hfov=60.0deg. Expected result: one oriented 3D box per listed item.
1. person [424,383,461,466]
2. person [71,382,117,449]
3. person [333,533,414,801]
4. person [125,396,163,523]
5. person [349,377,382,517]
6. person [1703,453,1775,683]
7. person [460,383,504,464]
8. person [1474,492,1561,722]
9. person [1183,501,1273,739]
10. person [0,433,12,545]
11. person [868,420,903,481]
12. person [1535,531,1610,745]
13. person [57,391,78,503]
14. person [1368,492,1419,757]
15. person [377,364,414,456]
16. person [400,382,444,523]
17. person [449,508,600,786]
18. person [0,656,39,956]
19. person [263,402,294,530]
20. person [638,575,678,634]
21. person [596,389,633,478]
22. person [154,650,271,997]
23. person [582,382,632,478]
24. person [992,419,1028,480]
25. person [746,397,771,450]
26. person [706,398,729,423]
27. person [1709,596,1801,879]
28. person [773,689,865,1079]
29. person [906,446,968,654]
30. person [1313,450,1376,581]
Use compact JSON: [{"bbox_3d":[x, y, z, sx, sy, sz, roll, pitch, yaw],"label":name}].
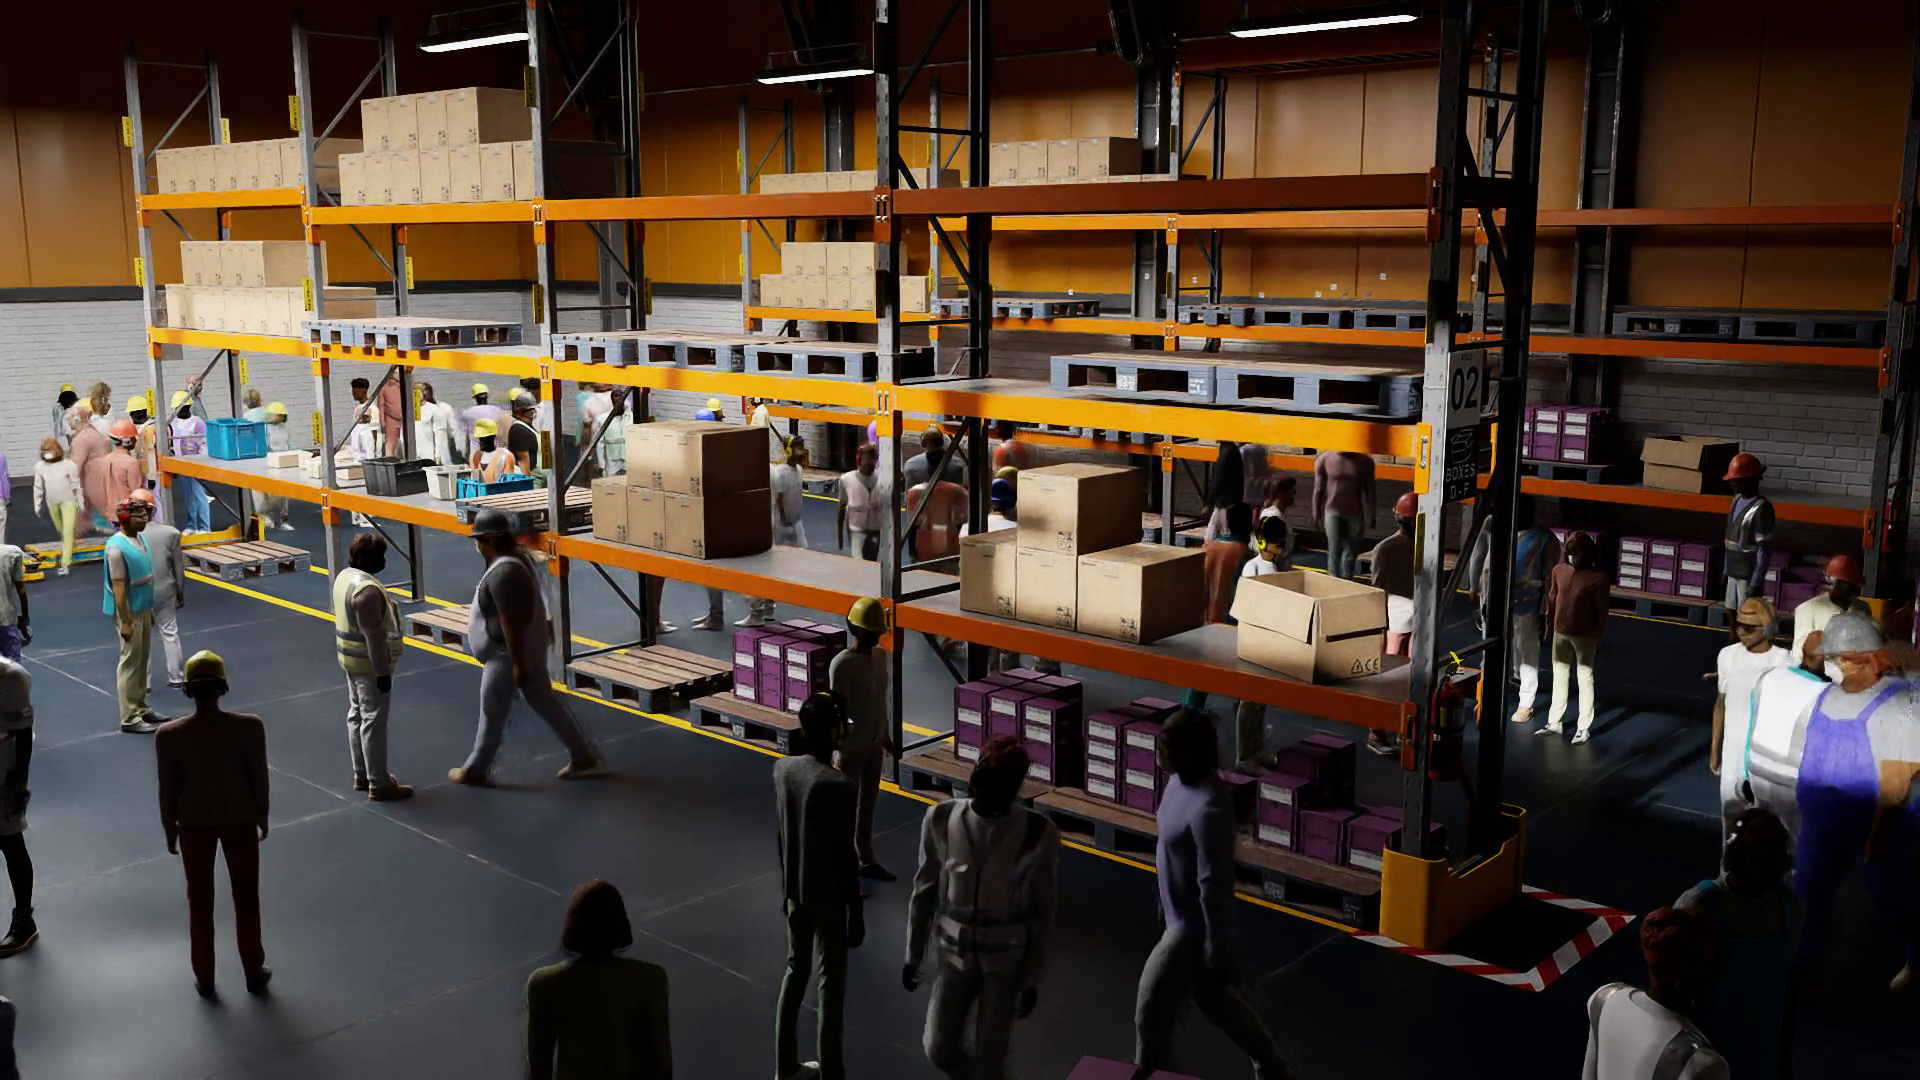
[{"bbox_3d":[-7.348,-1.275,23.413,0.731,1.860,0.931,-1,10,-3],"label":"person"},{"bbox_3d":[-12.009,-1.235,23.108,0.705,1.898,0.364,1,10,7],"label":"person"},{"bbox_3d":[-4.036,0.859,11.417,0.429,1.837,0.621,-7,12,-36],"label":"person"},{"bbox_3d":[-10.197,-0.851,20.869,0.401,1.915,0.591,-7,12,-34],"label":"person"},{"bbox_3d":[-8.308,-1.305,23.322,0.381,1.958,0.606,-8,13,-37],"label":"person"},{"bbox_3d":[6.637,0.279,14.131,0.400,2.037,0.632,0,10,2],"label":"person"},{"bbox_3d":[-6.592,-1.215,22.994,0.587,1.886,0.703,-5,11,-27],"label":"person"},{"bbox_3d":[4.439,0.526,13.297,0.429,1.839,0.623,-9,13,-41],"label":"person"},{"bbox_3d":[2.021,0.650,12.508,0.942,1.866,0.617,-6,12,-30],"label":"person"},{"bbox_3d":[-11.468,-0.503,19.694,0.528,1.630,0.314,3,10,16],"label":"person"},{"bbox_3d":[-0.915,-0.917,21.208,0.393,1.927,0.549,9,13,41],"label":"person"},{"bbox_3d":[4.682,0.737,12.678,0.289,1.633,0.497,-8,13,-38],"label":"person"},{"bbox_3d":[-12.957,-1.329,24.204,0.321,1.690,0.537,-6,12,-32],"label":"person"},{"bbox_3d":[3.305,0.619,12.356,0.618,1.986,0.408,-6,12,-30],"label":"person"},{"bbox_3d":[-9.032,-1.893,26.772,0.639,1.909,0.410,-7,12,-34],"label":"person"},{"bbox_3d":[-7.329,-1.181,22.658,0.631,1.940,0.372,2,10,11],"label":"person"},{"bbox_3d":[-3.074,0.715,11.649,1.016,2.000,0.733,0,10,0],"label":"person"},{"bbox_3d":[-5.230,1.242,8.877,0.602,1.967,0.367,2,10,11],"label":"person"},{"bbox_3d":[-9.022,-0.971,22.048,0.358,1.728,0.505,5,11,24],"label":"person"},{"bbox_3d":[-3.003,-0.028,16.232,0.401,1.909,0.599,-6,12,-30],"label":"person"},{"bbox_3d":[-4.477,-1.027,21.848,0.597,1.916,0.370,-5,11,-28],"label":"person"},{"bbox_3d":[-3.772,1.429,8.448,0.523,1.752,0.375,-3,10,-16],"label":"person"},{"bbox_3d":[-5.039,-1.446,23.864,0.771,2.000,0.622,-4,11,-21],"label":"person"},{"bbox_3d":[0.500,-0.498,18.762,0.413,1.948,0.616,4,11,23],"label":"person"},{"bbox_3d":[-2.952,-1.387,24.385,0.348,1.740,0.574,-1,10,-8],"label":"person"},{"bbox_3d":[-3.301,-1.041,22.424,0.492,1.741,0.319,-2,10,-11],"label":"person"},{"bbox_3d":[4.471,1.215,9.411,0.360,1.835,0.516,-6,12,-32],"label":"person"},{"bbox_3d":[-0.621,1.575,7.324,0.502,1.859,0.332,8,13,39],"label":"person"},{"bbox_3d":[-0.194,0.092,15.532,0.616,1.930,0.893,-1,10,-7],"label":"person"},{"bbox_3d":[4.086,-0.281,17.698,0.663,1.898,0.589,1,10,5],"label":"person"}]
